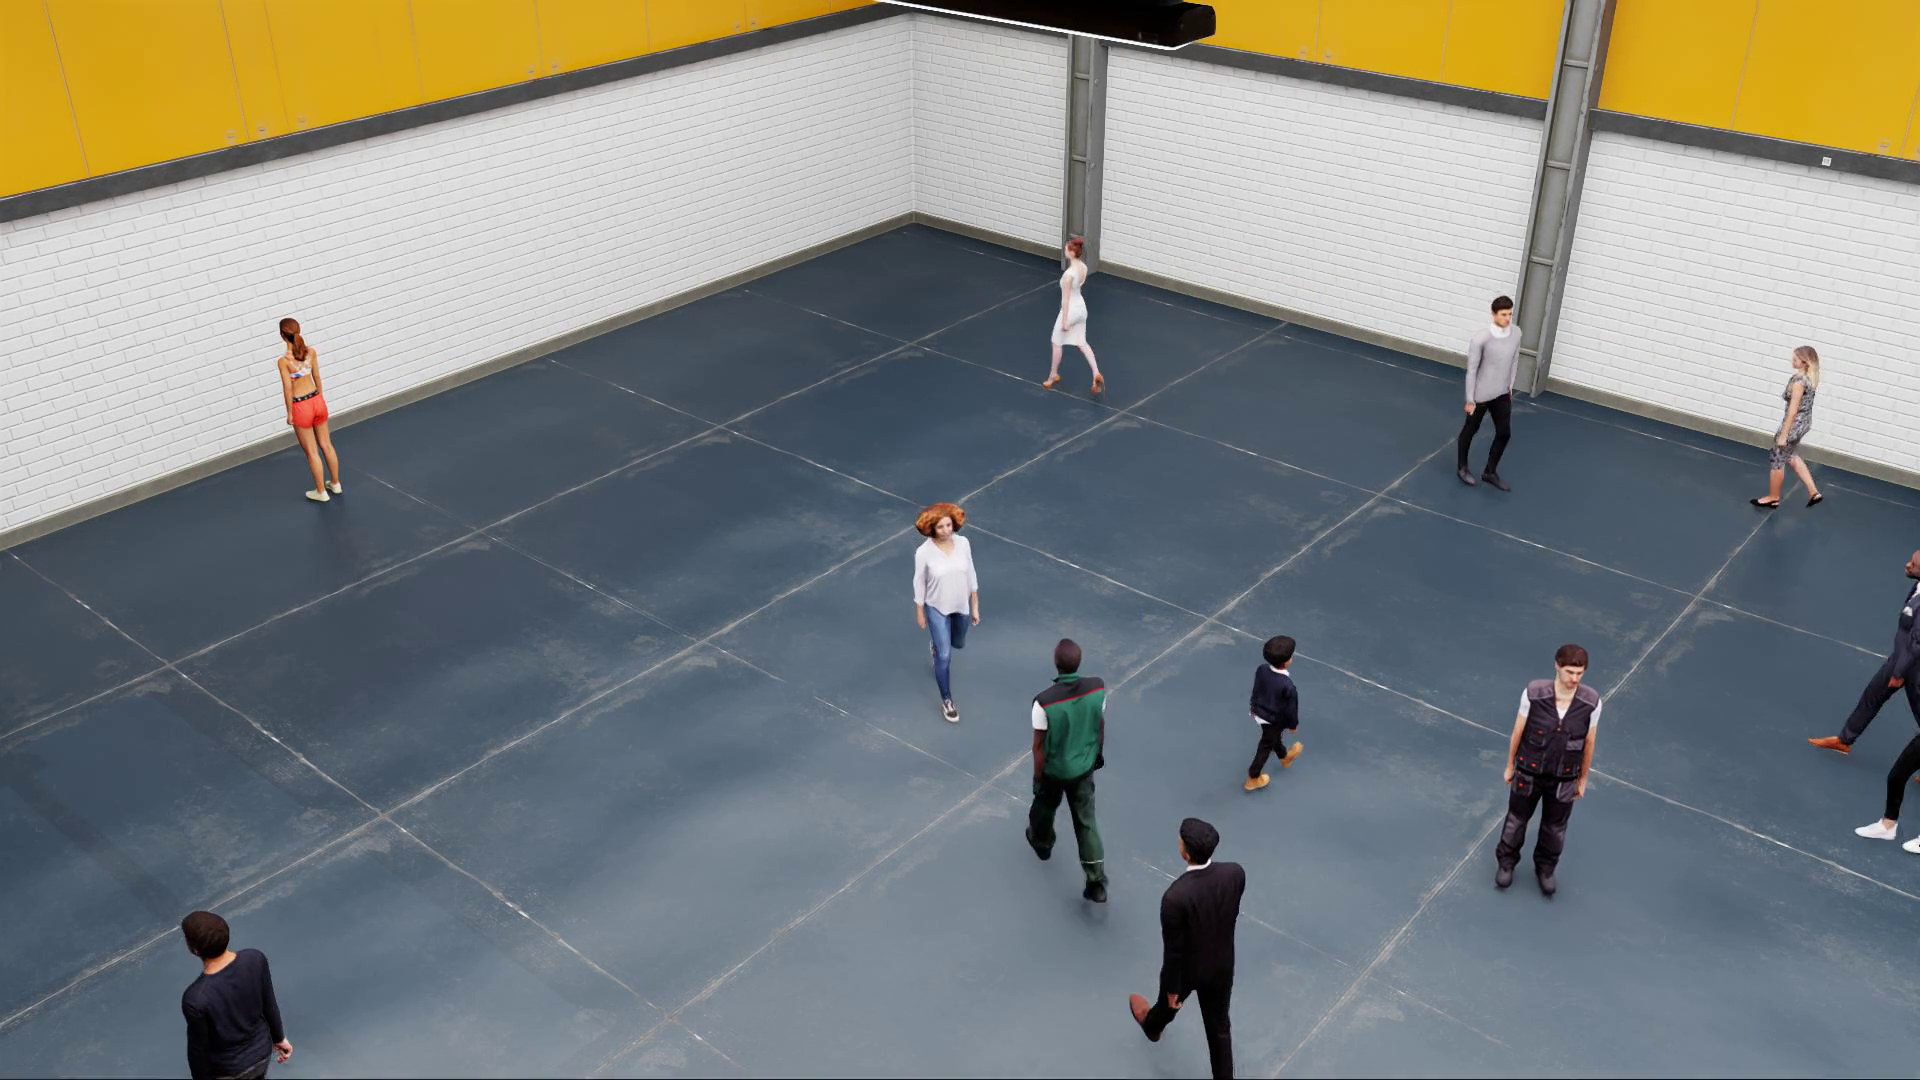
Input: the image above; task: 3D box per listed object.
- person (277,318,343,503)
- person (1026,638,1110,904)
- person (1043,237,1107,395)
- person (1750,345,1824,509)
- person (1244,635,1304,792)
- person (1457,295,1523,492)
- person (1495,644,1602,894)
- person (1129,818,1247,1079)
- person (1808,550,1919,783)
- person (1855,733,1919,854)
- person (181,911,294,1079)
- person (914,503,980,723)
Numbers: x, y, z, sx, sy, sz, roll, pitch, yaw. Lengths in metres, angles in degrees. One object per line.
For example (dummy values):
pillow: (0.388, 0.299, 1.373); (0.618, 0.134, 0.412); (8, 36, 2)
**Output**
person: (-6.077, -1.217, 15.495); (0.567, 1.790, 0.586); (18, 33, 29)
person: (0.720, 1.490, 10.521); (1.066, 1.801, 1.314); (-11, 30, -19)
person: (1.266, -2.336, 17.573); (0.965, 1.765, 0.594); (20, 34, 32)
person: (7.666, -0.960, 15.150); (0.657, 1.670, 0.839); (-21, 35, -34)
person: (2.140, 1.229, 11.627); (0.729, 1.201, 0.806); (-16, 32, -27)
person: (4.963, -1.439, 15.783); (0.960, 1.904, 1.015); (-9, 30, -16)
person: (3.730, 1.442, 10.566); (0.682, 1.843, 0.806); (8, 30, 14)
person: (1.338, 2.360, 8.918); (1.108, 1.809, 1.357); (-11, 30, -19)
person: (6.747, 0.914, 11.602); (1.310, 1.777, 0.945); (13, 31, 22)
person: (6.514, 1.358, 10.888); (0.907, 1.682, 0.842); (-1, 29, -2)
person: (-3.560, 2.653, 8.347); (1.163, 1.841, 0.803); (14, 32, 24)
person: (-0.123, 0.454, 12.543); (0.932, 1.683, 1.147); (-11, 31, -20)
